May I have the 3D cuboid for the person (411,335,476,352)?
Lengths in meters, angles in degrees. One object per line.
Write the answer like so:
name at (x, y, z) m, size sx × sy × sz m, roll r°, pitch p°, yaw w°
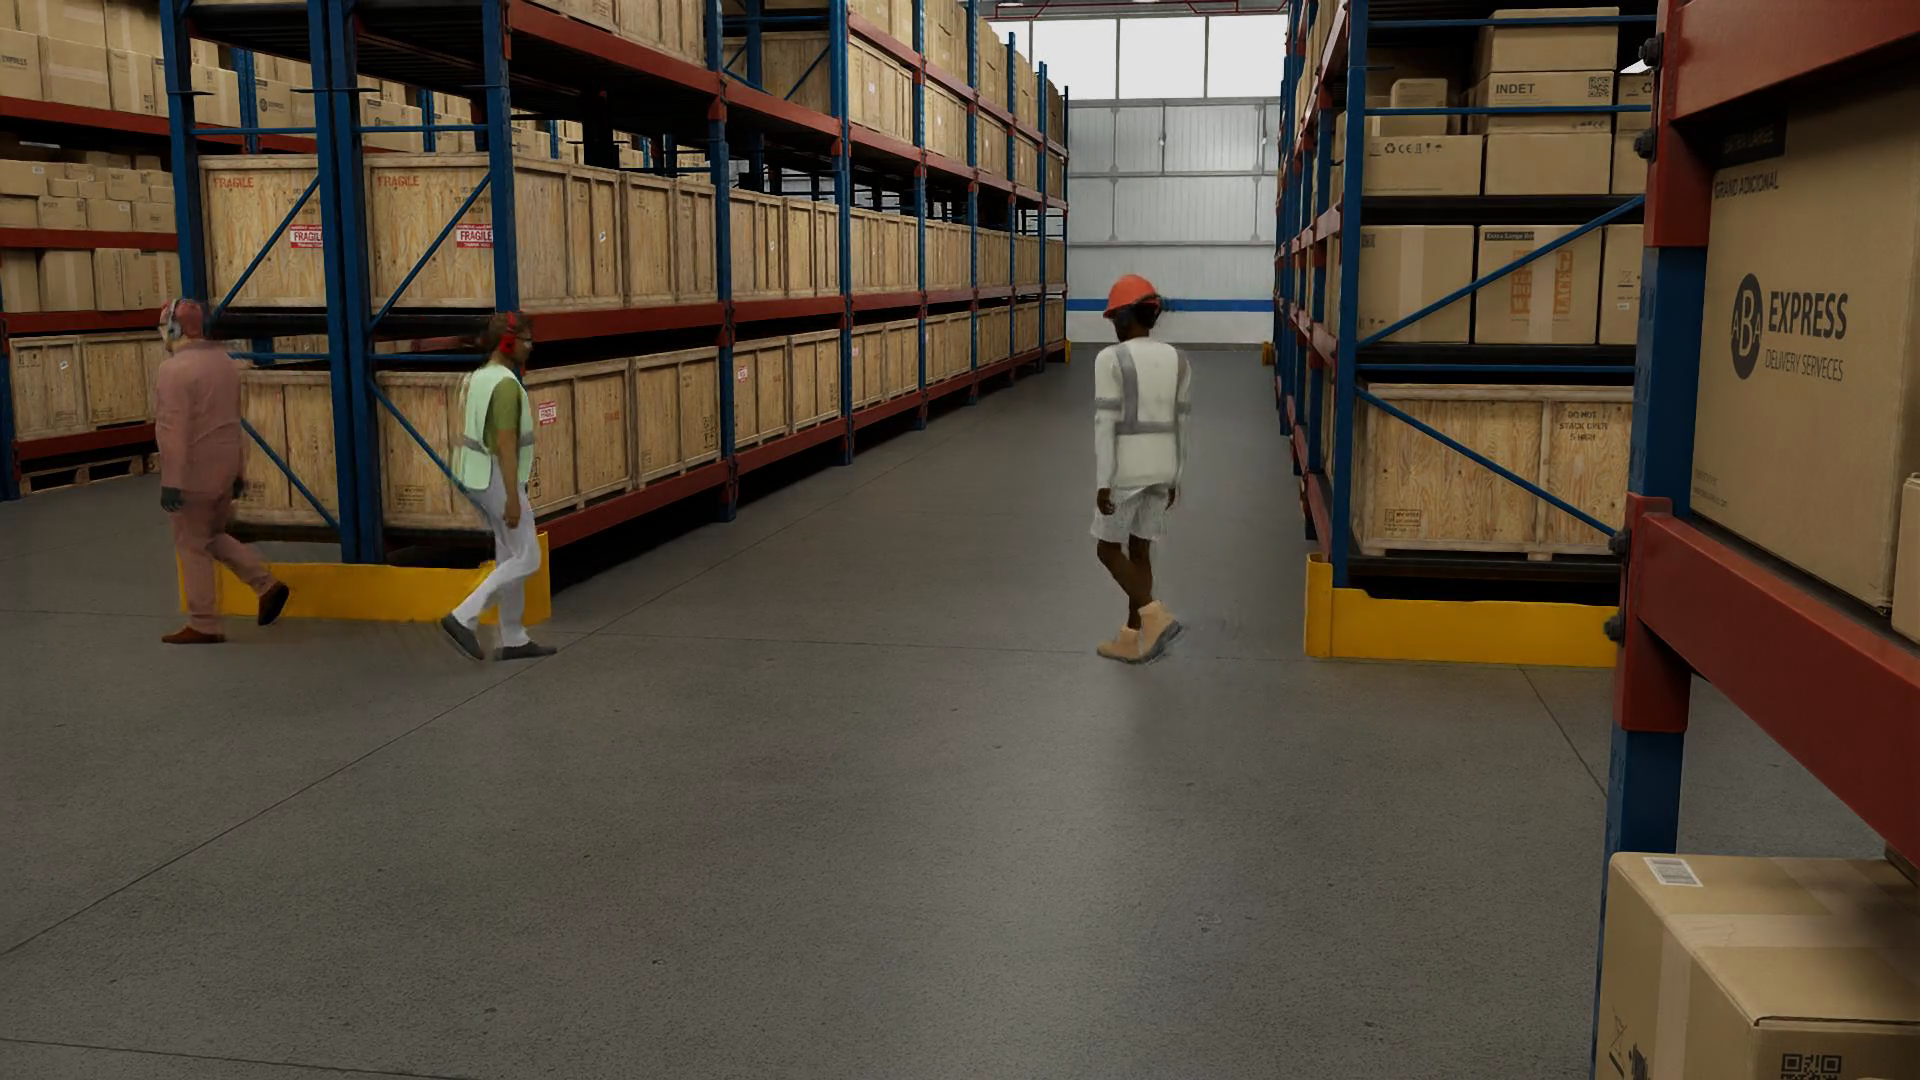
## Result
person at (-5.008, -1.519, 16.149) m, size 0.668 × 1.893 × 0.500 m, roll 1°, pitch 9°, yaw 5°

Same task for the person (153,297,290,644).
person at (-4.066, -0.365, 9.030) m, size 0.542 × 1.893 × 0.658 m, roll 0°, pitch 9°, yaw 3°

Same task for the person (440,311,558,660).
person at (-2.384, -0.263, 8.570) m, size 0.490 × 1.823 × 0.583 m, roll -5°, pitch 10°, yaw -27°

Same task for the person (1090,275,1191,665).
person at (0.928, -0.338, 8.489) m, size 0.636 × 2.008 × 0.626 m, roll -6°, pitch 11°, yaw -33°
